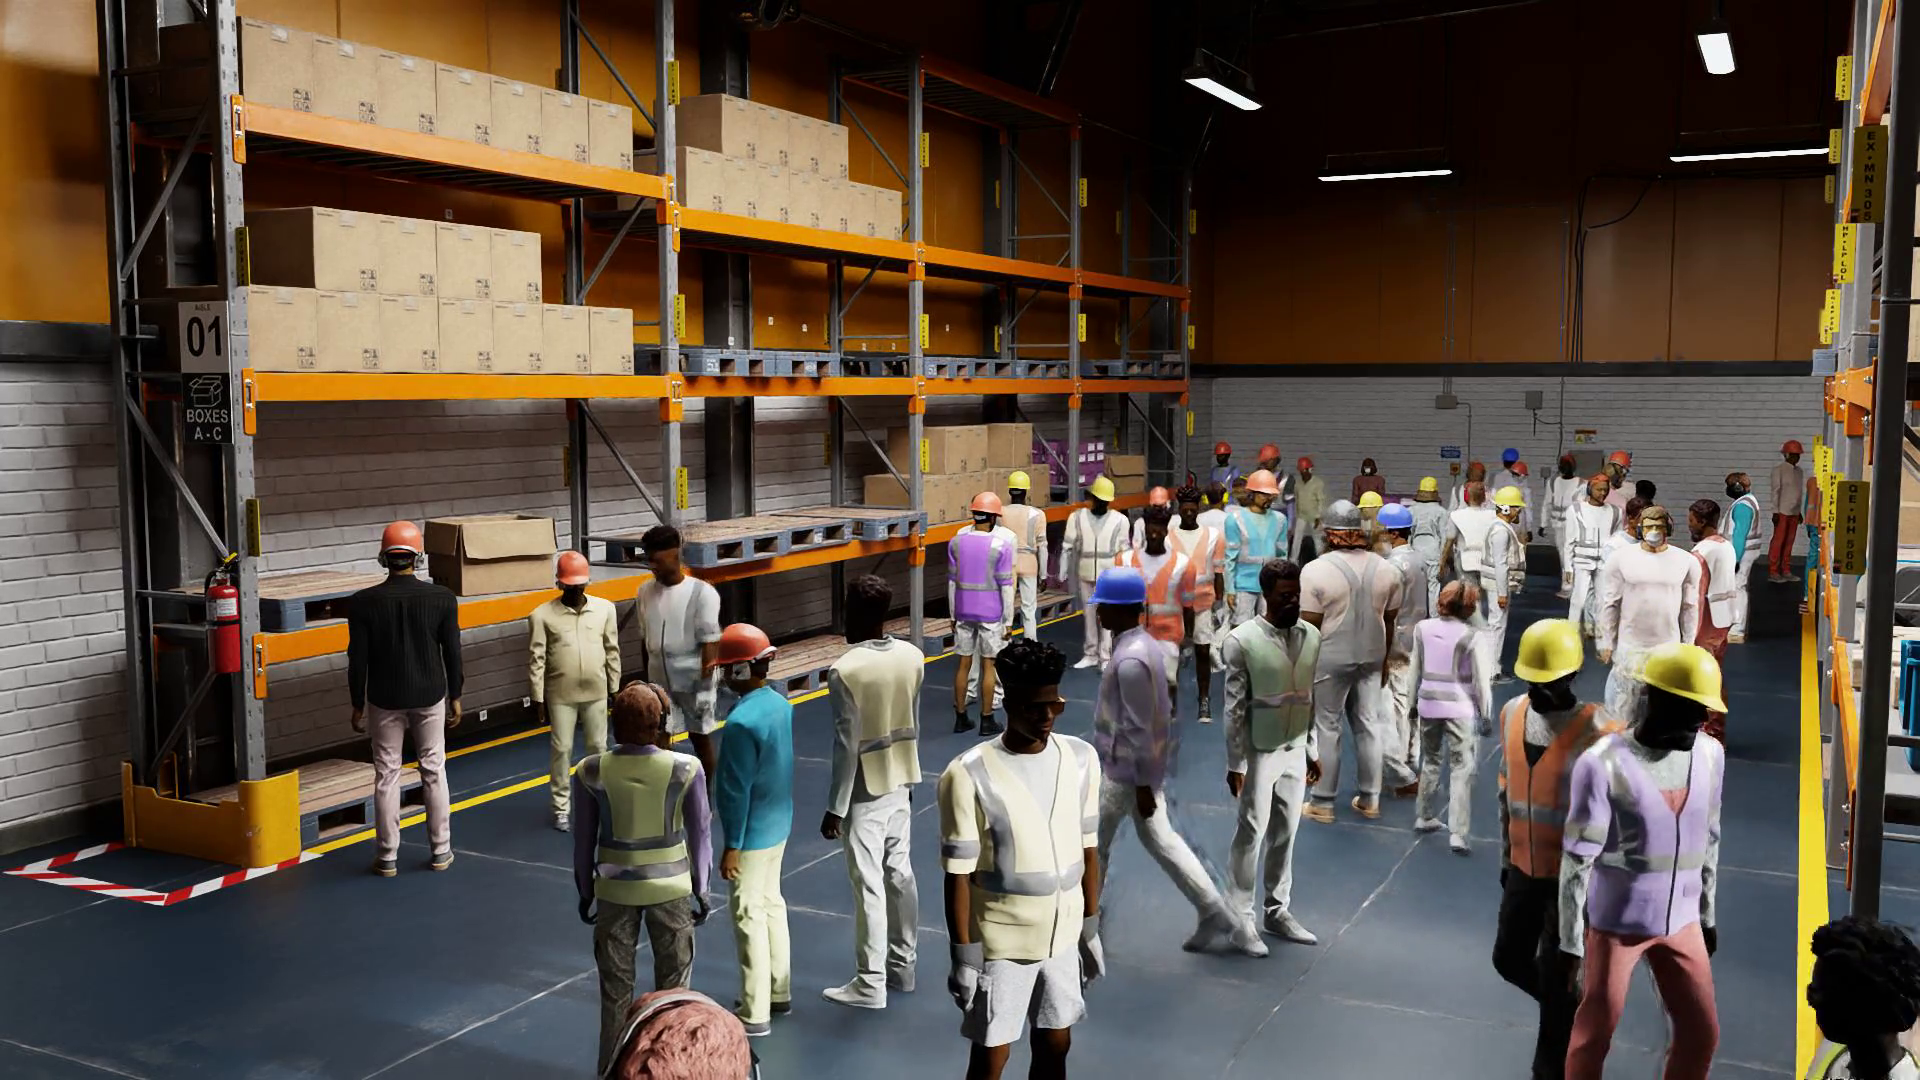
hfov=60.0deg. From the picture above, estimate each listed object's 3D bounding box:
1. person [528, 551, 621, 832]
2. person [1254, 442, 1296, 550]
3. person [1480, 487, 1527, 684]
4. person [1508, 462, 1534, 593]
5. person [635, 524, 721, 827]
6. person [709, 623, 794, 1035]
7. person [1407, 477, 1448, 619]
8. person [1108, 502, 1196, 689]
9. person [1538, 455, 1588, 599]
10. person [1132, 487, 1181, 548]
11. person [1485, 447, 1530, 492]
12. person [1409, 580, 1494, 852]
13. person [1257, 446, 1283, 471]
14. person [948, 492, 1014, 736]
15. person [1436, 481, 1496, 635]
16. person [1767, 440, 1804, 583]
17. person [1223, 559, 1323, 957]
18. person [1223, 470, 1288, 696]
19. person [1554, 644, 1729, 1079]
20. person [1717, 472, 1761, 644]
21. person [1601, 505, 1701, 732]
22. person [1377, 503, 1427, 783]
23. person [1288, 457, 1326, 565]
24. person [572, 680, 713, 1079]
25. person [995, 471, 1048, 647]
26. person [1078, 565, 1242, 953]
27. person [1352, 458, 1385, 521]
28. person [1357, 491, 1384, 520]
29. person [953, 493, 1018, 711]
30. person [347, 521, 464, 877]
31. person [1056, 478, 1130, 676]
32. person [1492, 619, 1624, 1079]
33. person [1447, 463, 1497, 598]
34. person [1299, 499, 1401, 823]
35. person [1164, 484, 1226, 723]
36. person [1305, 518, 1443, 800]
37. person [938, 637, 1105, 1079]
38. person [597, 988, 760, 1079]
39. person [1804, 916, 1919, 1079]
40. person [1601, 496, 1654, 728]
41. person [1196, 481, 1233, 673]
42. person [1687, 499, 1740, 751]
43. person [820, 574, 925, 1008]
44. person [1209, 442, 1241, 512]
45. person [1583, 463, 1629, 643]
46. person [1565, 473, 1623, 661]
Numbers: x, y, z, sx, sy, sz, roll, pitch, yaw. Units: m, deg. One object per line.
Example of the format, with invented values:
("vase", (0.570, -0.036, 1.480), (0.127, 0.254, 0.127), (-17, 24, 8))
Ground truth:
("person", (-2.370, 0.929, 10.288), (0.574, 1.740, 0.348), (-3, 6, -29))
("person", (3.922, -0.213, 21.009), (0.611, 2.039, 0.396), (3, 6, 31))
("person", (5.023, 0.416, 15.388), (0.404, 1.824, 0.586), (1, 5, 15))
("person", (7.387, -0.168, 22.069), (0.347, 1.743, 0.566), (-3, 6, -31))
("person", (-1.734, 0.866, 10.088), (0.616, 1.908, 0.952), (2, 6, 20))
("person", (-0.902, 1.222, 7.126), (0.348, 1.740, 0.574), (1, 5, 13))
("person", (5.171, 0.169, 18.443), (0.489, 1.744, 0.295), (3, 6, 29))
("person", (1.402, 0.675, 11.970), (0.603, 1.938, 0.846), (2, 6, 20))
("person", (7.744, -0.163, 21.405), (0.846, 1.853, 0.573), (-5, 7, -42))
("person", (2.017, 0.324, 16.904), (0.589, 1.714, 0.820), (1, 5, 12))
("person", (7.257, -0.268, 22.126), (0.613, 1.931, 0.693), (3, 6, 25))
("person", (2.928, 1.030, 9.948), (0.534, 1.614, 0.560), (-4, 7, -39))
("person", (4.794, -0.576, 25.947), (0.343, 1.839, 0.506), (-5, 7, -41))
("person", (0.173, 0.581, 13.080), (0.549, 1.923, 0.390), (2, 6, 24))
("person", (5.171, 0.301, 16.762), (0.569, 1.801, 0.959), (-2, 6, -17))
("person", (11.568, -0.400, 23.222), (0.622, 1.992, 0.397), (-3, 6, -29))
("person", (1.521, 1.040, 8.138), (0.596, 1.916, 0.374), (-4, 6, -34))
("person", (2.590, 0.399, 14.493), (0.623, 2.031, 0.441), (-2, 6, -19))
("person", (2.306, 1.291, 5.561), (0.692, 1.891, 0.632), (-1, 5, -13))
("person", (8.321, 0.190, 17.786), (0.429, 1.831, 0.634), (3, 6, 27))
("person", (4.734, 0.725, 11.420), (0.630, 1.940, 0.373), (1, 6, 15))
("person", (3.038, 0.713, 11.556), (0.416, 1.940, 0.608), (3, 6, 32))
("person", (5.012, -0.338, 24.071), (0.576, 1.705, 0.863), (5, 7, 41))
("person", (-1.196, 1.349, 6.293), (0.522, 1.640, 0.306), (0, 5, -4))
("person", (0.560, 0.301, 16.038), (0.586, 1.927, 0.363), (1, 5, 14))
("person", (0.880, 1.061, 8.004), (0.979, 1.905, 0.606), (1, 5, 12))
("person", (6.299, -0.448, 25.666), (0.509, 1.632, 0.265), (2, 6, 20))
("person", (3.999, 0.395, 16.093), (0.356, 1.734, 0.483), (2, 6, 19))
("person", (0.218, 0.517, 14.137), (0.563, 1.847, 0.389), (2, 6, 25))
("person", (-3.118, 0.887, 9.372), (0.622, 1.994, 0.381), (-2, 6, -23))
("person", (1.287, 0.344, 15.847), (0.658, 1.879, 0.724), (1, 5, 14))
("person", (2.276, 1.224, 6.305), (0.542, 1.896, 0.596), (-3, 6, -29))
("person", (6.193, -0.028, 20.205), (0.651, 1.825, 0.926), (4, 7, 38))
("person", (2.404, 0.754, 10.561), (0.686, 2.000, 0.535), (-2, 6, -18))
("person", (1.862, 0.520, 13.559), (0.599, 1.958, 0.374), (0, 5, 3))
("person", (2.665, 0.786, 11.130), (1.054, 1.886, 0.632), (2, 6, 16))
("person", (0.208, 1.278, 5.403), (0.599, 1.958, 0.374), (-3, 6, -33))
("person", (-0.397, 1.589, 2.394), (0.651, 1.894, 0.401), (-4, 6, -35))
("person", (1.912, 1.601, 3.500), (0.878, 1.652, 0.529), (2, 6, 17))
("person", (5.192, 0.607, 12.873), (0.603, 1.904, 0.386), (-3, 6, -27))
("person", (2.432, 0.362, 15.810), (0.541, 1.846, 0.486), (3, 6, 30))
("person", (5.586, 0.649, 12.413), (0.405, 1.909, 0.597), (5, 7, 43))
("person", (-0.380, 1.108, 7.396), (0.392, 1.920, 0.587), (4, 6, 34))
("person", (3.805, -0.454, 24.109), (0.362, 1.938, 0.545), (-5, 7, -42))
("person", (6.829, 0.154, 17.568), (0.352, 1.937, 0.635), (-2, 6, -19))
("person", (6.328, 0.273, 16.614), (0.580, 1.879, 0.345), (0, 5, 2))
